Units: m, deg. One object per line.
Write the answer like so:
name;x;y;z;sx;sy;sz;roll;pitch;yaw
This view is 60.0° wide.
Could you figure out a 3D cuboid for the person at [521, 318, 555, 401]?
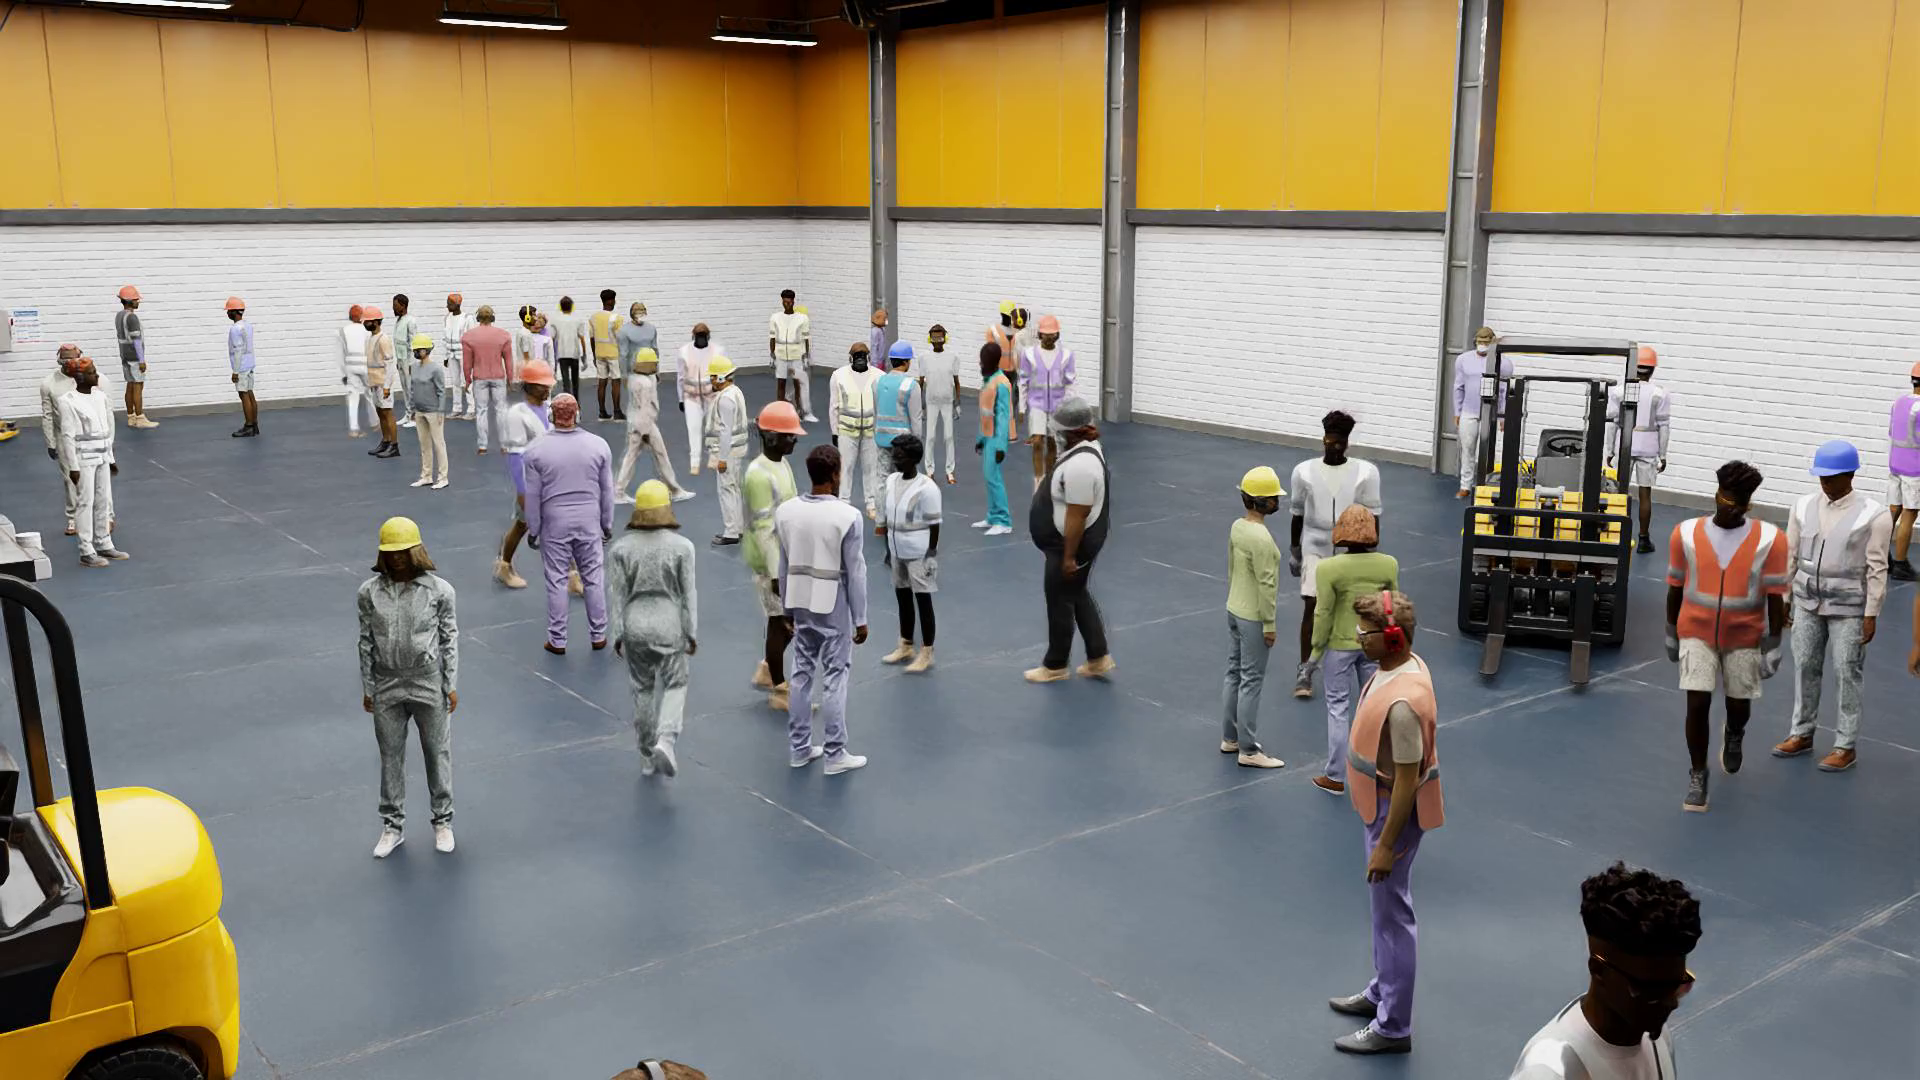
person;-5.957;-2.313;23.411;0.513;1.630;0.318;-2;12;-9

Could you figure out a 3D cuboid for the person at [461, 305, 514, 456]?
person;-6.048;-2.045;21.356;0.635;1.938;0.359;-4;12;-18

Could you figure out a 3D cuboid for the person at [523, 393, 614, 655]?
person;-2.844;-0.116;12.125;0.647;1.908;0.409;-5;13;-23

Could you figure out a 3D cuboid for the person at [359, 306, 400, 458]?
person;-7.416;-2.011;21.200;0.374;1.935;0.552;-9;15;-37

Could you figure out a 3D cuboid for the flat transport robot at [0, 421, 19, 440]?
flat transport robot;-13.701;-1.472;22.638;1.431;0.197;0.652;-3;12;-13

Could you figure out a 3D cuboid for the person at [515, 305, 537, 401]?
person;-5.823;-2.228;22.444;0.325;1.861;0.516;-4;12;-17

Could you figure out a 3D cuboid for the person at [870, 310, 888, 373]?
person;-1.215;-2.652;25.057;0.282;1.627;0.501;3;12;14

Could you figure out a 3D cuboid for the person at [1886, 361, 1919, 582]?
person;8.286;-0.614;14.456;0.373;1.933;0.549;0;12;1

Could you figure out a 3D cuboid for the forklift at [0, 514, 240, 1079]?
forklift;-3.687;1.115;5.480;2.313;2.155;1.214;-9;15;-36

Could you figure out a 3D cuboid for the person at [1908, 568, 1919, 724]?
person;5.369;0.527;8.693;0.683;2.000;0.783;10;15;40

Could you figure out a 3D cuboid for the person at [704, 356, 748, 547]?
person;-2.226;-0.846;15.877;0.403;1.817;0.601;0;12;-1

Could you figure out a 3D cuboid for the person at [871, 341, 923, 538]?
person;-0.595;-0.960;16.136;0.603;1.938;0.424;9;15;38

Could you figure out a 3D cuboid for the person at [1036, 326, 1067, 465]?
person;1.130;-1.851;20.713;0.404;1.822;0.598;0;12;2

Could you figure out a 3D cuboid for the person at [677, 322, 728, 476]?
person;-3.101;-1.721;20.096;0.640;1.820;0.774;0;12;-2

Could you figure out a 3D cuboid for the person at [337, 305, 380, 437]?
person;-8.349;-2.353;23.163;0.621;1.825;0.997;-1;12;-5

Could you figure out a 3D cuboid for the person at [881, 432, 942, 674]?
person;-0.346;0.084;11.666;0.317;1.695;0.540;-10;16;-41

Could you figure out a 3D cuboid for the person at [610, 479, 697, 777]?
person;-1.750;0.531;9.463;0.492;1.722;0.629;0;12;0

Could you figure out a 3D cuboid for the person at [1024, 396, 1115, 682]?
person;0.777;-0.021;11.335;0.619;2.000;0.783;2;12;11

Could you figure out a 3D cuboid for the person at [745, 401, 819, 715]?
person;-1.139;0.126;10.650;0.446;2.037;0.617;3;12;13

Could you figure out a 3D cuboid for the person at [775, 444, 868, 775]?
person;-0.809;0.404;9.608;0.590;1.912;0.387;7;14;31

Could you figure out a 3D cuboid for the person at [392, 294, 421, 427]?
person;-8.005;-2.597;24.074;0.383;1.918;0.597;-9;15;-38

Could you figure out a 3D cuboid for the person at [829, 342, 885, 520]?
person;-1.031;-1.114;17.097;0.619;1.845;0.430;-2;12;-11

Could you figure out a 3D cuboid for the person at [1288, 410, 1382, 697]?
person;2.534;0.057;11.294;0.606;1.909;1.049;3;12;13

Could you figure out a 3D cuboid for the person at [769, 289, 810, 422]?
person;-2.519;-2.718;24.539;0.603;1.967;0.367;1;12;4

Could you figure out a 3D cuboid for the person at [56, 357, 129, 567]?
person;-7.845;-0.706;15.025;0.349;1.884;0.584;2;12;9

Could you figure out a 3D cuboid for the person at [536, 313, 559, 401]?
person;-6.256;-2.612;24.967;0.503;1.595;0.855;-2;12;-8

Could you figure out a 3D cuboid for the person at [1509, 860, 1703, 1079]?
person;1.351;1.622;3.586;0.362;1.962;0.614;10;15;39

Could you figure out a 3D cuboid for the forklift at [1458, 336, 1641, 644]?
forklift;4.683;-0.471;13.136;1.214;2.155;2.313;4;12;20

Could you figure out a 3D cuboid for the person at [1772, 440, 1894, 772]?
person;5.070;0.373;9.703;0.422;1.937;0.615;-7;14;-32

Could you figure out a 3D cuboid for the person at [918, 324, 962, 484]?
person;-0.237;-1.570;19.266;0.510;1.861;0.324;0;12;-2

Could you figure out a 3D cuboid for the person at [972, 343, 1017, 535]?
person;0.353;-0.999;16.446;0.374;1.895;0.708;-2;12;-11

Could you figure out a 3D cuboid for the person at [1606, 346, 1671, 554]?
person;6.331;-0.841;15.547;0.551;1.936;0.356;7;14;31

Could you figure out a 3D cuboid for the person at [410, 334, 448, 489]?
person;-6.076;-1.461;18.957;0.522;1.769;0.318;7;14;31

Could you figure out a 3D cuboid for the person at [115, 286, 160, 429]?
person;-11.848;-2.619;23.878;0.605;2.044;0.375;10;16;41

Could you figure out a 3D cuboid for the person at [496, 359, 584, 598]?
person;-3.542;-0.517;13.874;1.066;1.992;0.629;7;14;30

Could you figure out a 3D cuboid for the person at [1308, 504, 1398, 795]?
person;2.188;0.610;9.277;0.507;1.631;0.266;-3;12;-14

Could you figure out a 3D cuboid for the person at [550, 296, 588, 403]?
person;-5.875;-2.718;24.883;0.542;1.823;0.897;-4;12;-18

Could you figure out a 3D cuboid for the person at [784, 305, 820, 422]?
person;-2.404;-2.625;24.691;0.711;1.724;0.492;5;13;24

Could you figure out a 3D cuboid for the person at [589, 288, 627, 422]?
person;-5.178;-2.726;24.576;0.613;1.964;0.361;6;13;26

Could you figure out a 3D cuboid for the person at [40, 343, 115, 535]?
person;-8.662;-0.987;16.366;0.635;1.900;0.398;-4;12;-20

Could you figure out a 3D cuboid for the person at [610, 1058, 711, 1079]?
person;-0.526;1.798;3.027;0.345;1.846;0.507;-8;14;-34

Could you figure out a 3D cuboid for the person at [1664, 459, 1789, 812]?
person;4.182;0.490;9.114;0.621;1.935;0.699;7;14;30

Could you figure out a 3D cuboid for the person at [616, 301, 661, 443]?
person;-4.291;-2.227;22.279;0.381;1.928;0.635;10;15;40

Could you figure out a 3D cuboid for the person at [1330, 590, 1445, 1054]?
person;1.676;1.091;6.457;0.388;1.840;0.563;2;12;11

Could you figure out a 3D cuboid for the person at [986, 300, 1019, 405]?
person;0.632;-2.396;23.159;0.617;1.893;0.591;-4;12;-20

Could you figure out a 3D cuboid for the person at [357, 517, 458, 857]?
person;-2.775;0.739;8.389;0.483;1.745;0.299;-2;12;-8

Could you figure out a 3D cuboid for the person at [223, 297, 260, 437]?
person;-9.971;-2.395;23.054;0.358;1.938;0.545;-1;12;-5

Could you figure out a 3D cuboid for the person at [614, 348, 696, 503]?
person;-3.372;-1.234;18.027;0.892;1.689;0.501;-5;13;-24

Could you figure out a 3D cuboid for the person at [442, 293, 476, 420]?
person;-7.471;-2.732;24.808;0.584;1.882;0.339;5;13;24

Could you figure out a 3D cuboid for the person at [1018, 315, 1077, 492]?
person;0.977;-1.443;18.250;0.637;2.018;0.824;-1;12;-4

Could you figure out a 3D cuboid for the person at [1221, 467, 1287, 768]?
person;1.729;0.445;9.750;0.315;1.770;0.524;-2;12;-11

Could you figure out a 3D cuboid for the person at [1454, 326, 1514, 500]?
person;5.684;-1.368;18.144;0.624;1.925;0.389;8;14;33
